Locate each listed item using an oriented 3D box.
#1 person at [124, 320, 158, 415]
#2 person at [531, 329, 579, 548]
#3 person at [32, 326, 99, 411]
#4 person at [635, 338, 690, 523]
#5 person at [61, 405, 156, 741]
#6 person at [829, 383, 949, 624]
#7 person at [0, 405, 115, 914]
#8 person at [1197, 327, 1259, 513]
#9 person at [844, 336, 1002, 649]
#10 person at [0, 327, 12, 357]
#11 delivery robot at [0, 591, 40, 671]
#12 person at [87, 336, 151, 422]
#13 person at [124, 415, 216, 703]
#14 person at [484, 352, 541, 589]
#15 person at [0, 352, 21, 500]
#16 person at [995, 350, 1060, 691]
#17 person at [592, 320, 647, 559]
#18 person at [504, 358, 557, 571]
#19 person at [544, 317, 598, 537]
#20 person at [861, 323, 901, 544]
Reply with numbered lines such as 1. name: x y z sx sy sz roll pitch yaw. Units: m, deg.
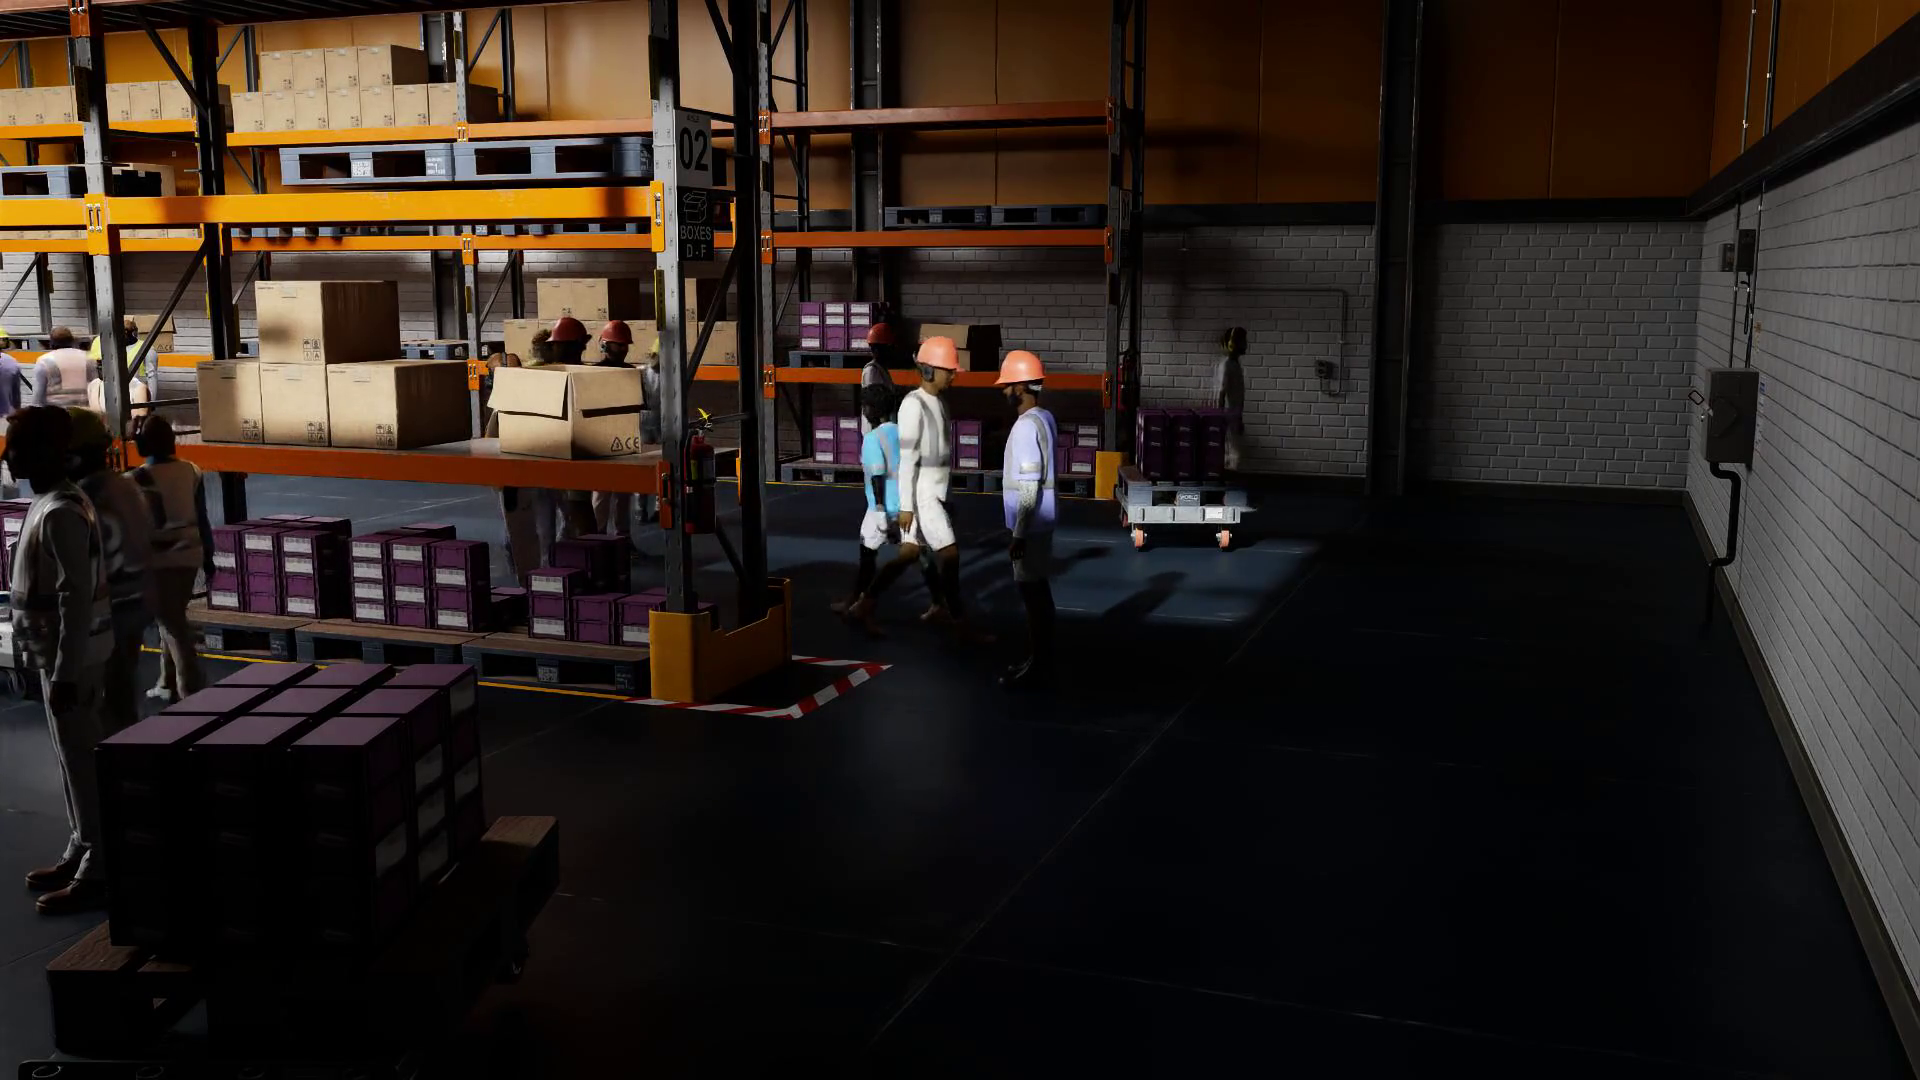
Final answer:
1. person: -9.858 -1.702 19.812 0.623 1.837 0.428 2 9 10
2. person: -3.357 -0.813 13.972 0.476 1.916 0.645 -1 9 -7
3. person: -9.469 -1.334 17.540 0.848 1.811 0.654 7 11 37
4. person: -2.846 -1.032 15.719 0.625 1.789 0.553 1 9 5
5. person: -3.621 0.334 7.059 0.445 1.813 0.611 0 9 -2
6. person: -0.460 -0.243 11.240 0.908 1.641 0.536 7 11 35
7. person: -3.353 0.437 6.211 0.353 1.883 0.577 -6 11 -33
8. person: 2.632 -1.199 16.565 0.678 1.856 0.521 3 10 19
9. person: -0.271 -0.308 10.591 1.056 1.990 0.615 2 9 15
10. person: -11.547 -1.700 20.055 0.285 1.746 0.491 1 9 6
11. delivery robot: -5.439 0.534 9.459 0.707 0.478 0.477 4 10 24
12. person: -6.390 -0.606 12.650 0.589 1.919 0.399 4 10 23
13. person: -4.313 0.139 8.907 0.708 1.608 0.541 3 10 20
14. person: -3.095 -0.385 11.548 0.430 1.835 0.622 -2 9 -10
15. person: -8.895 -1.021 15.226 0.398 1.924 0.641 5 10 28
16. person: 0.371 -0.106 9.456 0.374 1.933 0.550 2 9 15
17. person: -2.812 -0.802 13.643 0.396 1.990 0.622 5 10 30
18. person: -3.329 -0.553 12.878 0.535 1.730 0.780 -5 10 -30
19. person: -2.901 -0.645 12.500 0.378 2.044 0.607 -1 9 -7
20. person: -0.687 -0.937 14.663 0.358 1.938 0.545 1 9 4
